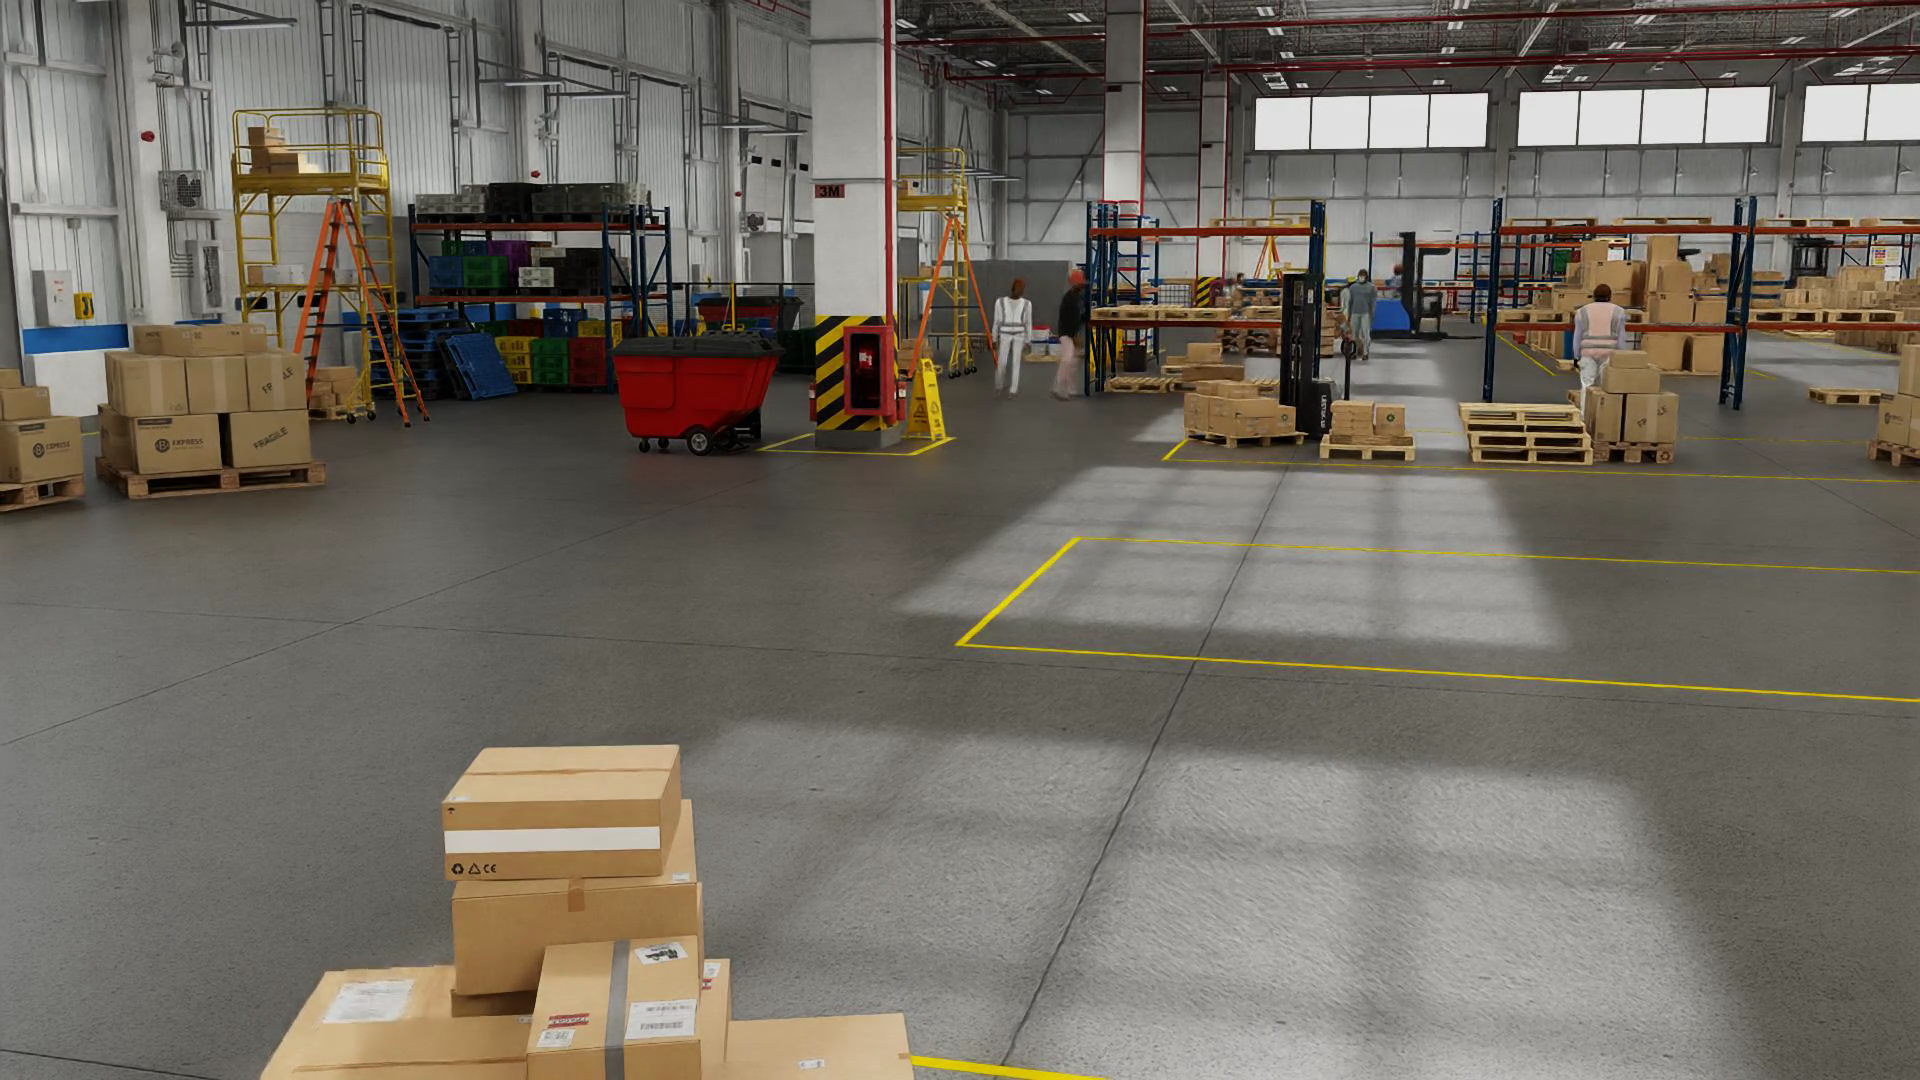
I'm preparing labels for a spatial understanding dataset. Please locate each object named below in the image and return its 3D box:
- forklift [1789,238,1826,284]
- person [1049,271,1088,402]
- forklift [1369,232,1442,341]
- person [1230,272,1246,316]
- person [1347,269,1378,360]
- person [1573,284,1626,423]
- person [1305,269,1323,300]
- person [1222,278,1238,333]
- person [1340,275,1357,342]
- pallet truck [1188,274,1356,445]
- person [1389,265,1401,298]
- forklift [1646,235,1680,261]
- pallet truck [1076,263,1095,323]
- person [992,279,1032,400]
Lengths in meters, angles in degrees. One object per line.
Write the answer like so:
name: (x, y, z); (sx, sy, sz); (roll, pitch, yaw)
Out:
forklift: (28.066, -8.622, 55.172); (1.129, 2.768, 1.873); (2, 10, 14)
person: (1.685, -3.091, 25.293); (0.507, 1.971, 0.837); (3, 10, 15)
forklift: (11.610, -6.594, 43.226); (1.873, 2.768, 1.129); (2, 10, 14)
person: (7.109, -5.965, 42.716); (0.517, 1.807, 0.955); (-5, 11, -28)
person: (8.530, -4.783, 35.337); (0.632, 1.940, 0.372); (6, 11, 32)
person: (8.196, -2.359, 21.350); (0.624, 1.845, 0.430); (4, 10, 23)
person: (9.039, -6.041, 42.889); (0.636, 1.888, 1.003); (-2, 10, -11)
person: (7.562, -6.469, 46.210); (0.634, 1.597, 0.771); (3, 10, 16)
person: (9.864, -5.816, 42.033); (0.496, 1.730, 0.442); (0, 10, -2)
pallet truck: (3.653, -2.138, 19.590); (1.885, 1.965, 0.823); (-4, 10, -20)
person: (14.762, -8.365, 56.536); (0.392, 1.907, 0.589); (2, 10, 14)
forklift: (20.860, -7.676, 49.598); (1.129, 2.768, 1.873); (-3, 10, -16)
pallet truck: (4.325, -8.180, 55.162); (0.823, 1.965, 1.885); (6, 11, 31)
person: (0.785, -3.044, 25.363); (0.624, 1.858, 0.546); (-1, 10, -4)
